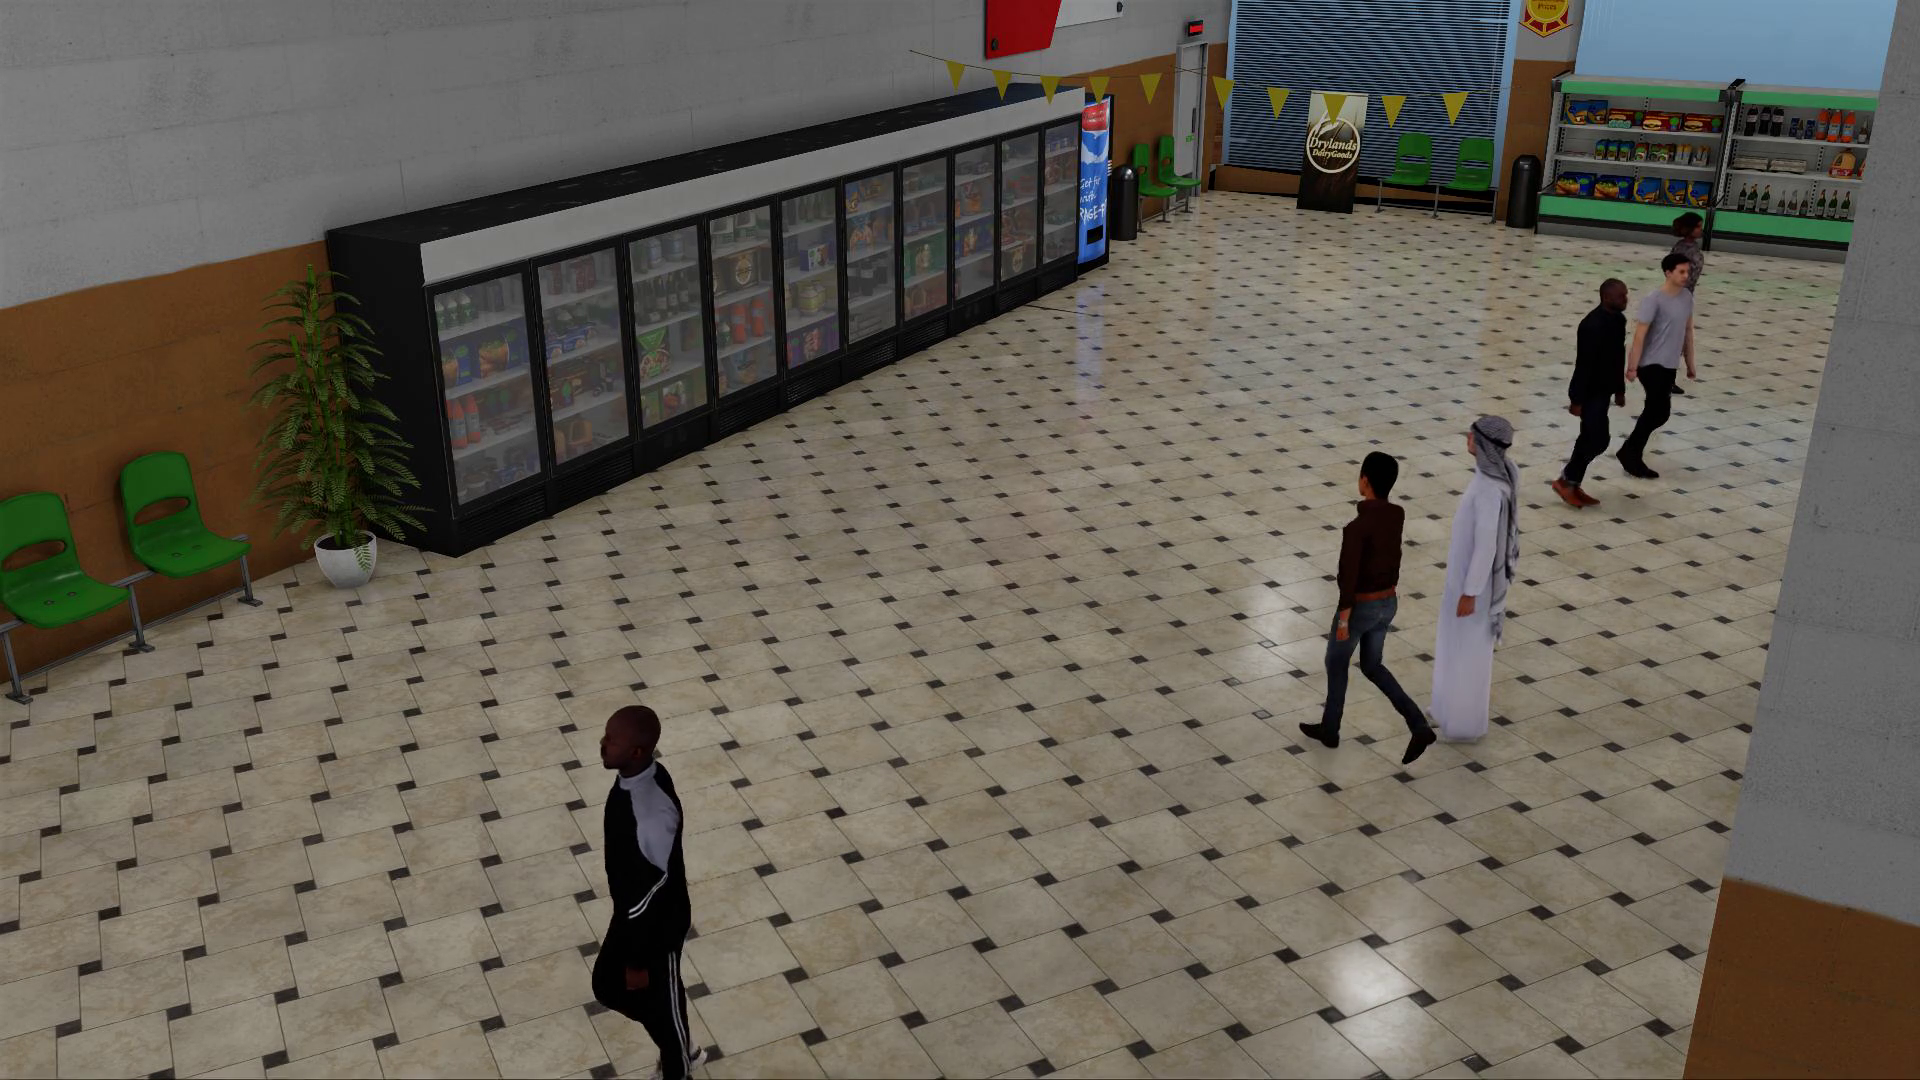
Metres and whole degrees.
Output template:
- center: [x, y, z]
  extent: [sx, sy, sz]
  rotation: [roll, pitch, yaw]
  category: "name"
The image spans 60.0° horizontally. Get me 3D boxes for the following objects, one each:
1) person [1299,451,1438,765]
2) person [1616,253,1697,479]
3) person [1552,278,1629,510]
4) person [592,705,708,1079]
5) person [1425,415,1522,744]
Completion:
- center: [2.293, 0.414, 9.035]
  extent: [0.880, 1.753, 1.137]
  rotation: [-19, 29, -39]
  category: "person"
- center: [5.588, -1.424, 13.481]
  extent: [0.777, 1.848, 0.800]
  rotation: [-13, 25, -29]
  category: "person"
- center: [4.807, -1.145, 12.843]
  extent: [0.696, 1.807, 0.747]
  rotation: [16, 27, 35]
  category: "person"
- center: [-1.113, 1.432, 6.413]
  extent: [0.878, 1.818, 0.805]
  rotation: [-7, 23, -18]
  category: "person"
- center: [2.885, 0.221, 9.283]
  extent: [0.692, 1.926, 0.740]
  rotation: [8, 23, 20]
  category: "person"
